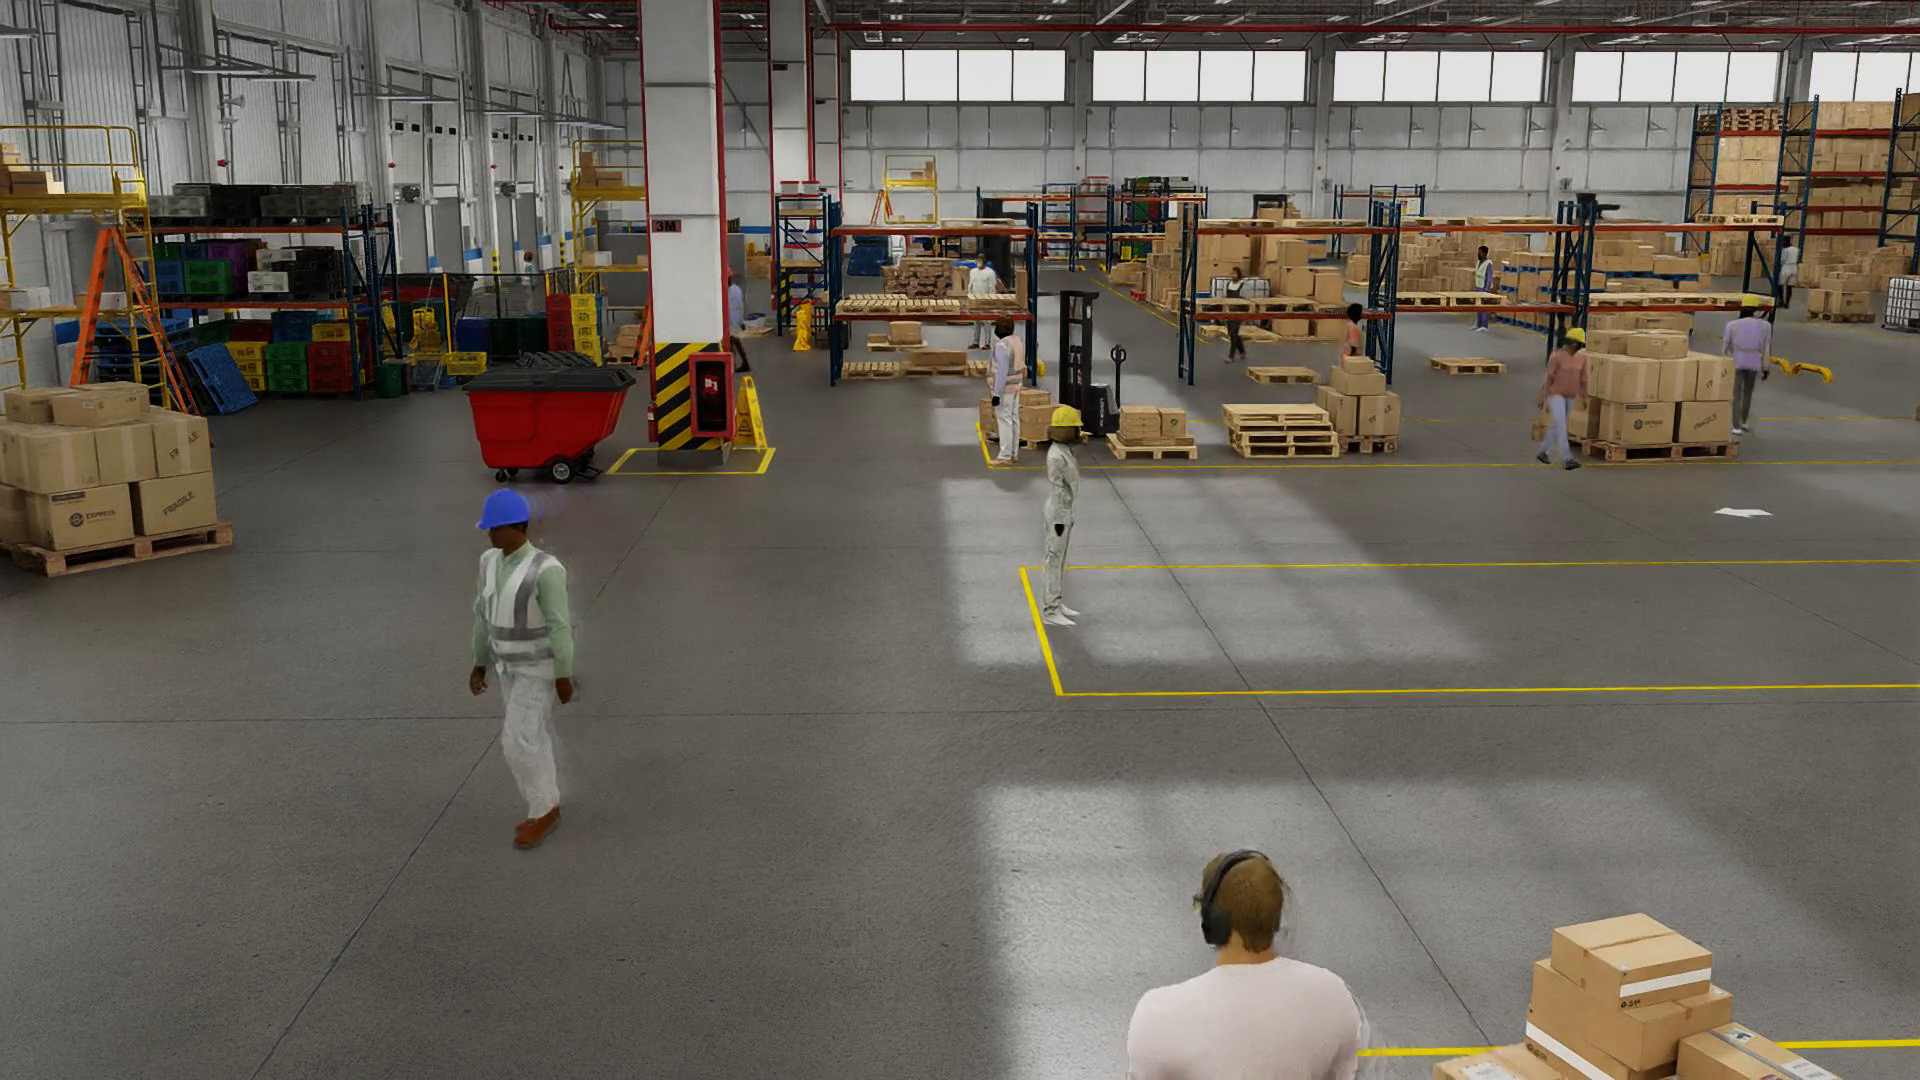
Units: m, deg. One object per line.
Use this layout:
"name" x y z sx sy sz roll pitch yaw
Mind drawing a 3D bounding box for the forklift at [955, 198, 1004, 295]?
"forklift" 0.884 -8.174 46.626 1.873 2.768 1.129 -4 13 -18

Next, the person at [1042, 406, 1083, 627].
"person" 0.820 -0.198 13.200 0.298 1.745 0.484 3 13 12

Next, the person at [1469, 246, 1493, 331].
"person" 11.791 -5.666 37.494 0.371 1.916 0.597 -2 13 -9

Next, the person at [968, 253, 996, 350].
"person" 0.429 -4.812 33.589 0.632 1.940 0.372 8 15 33

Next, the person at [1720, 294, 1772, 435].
"person" 10.761 -2.423 22.890 0.610 1.894 0.874 3 13 13

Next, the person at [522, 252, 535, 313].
"person" -10.534 -6.215 40.630 0.314 1.634 0.515 -7 14 -30

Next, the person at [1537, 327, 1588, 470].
"person" 7.340 -1.722 20.158 0.538 1.707 0.943 -4 13 -16

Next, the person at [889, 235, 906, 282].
"person" -2.047 -9.238 53.768 0.570 1.859 0.848 4 13 16

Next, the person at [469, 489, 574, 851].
"person" -2.357 0.679 8.820 0.607 1.927 0.587 11 17 42

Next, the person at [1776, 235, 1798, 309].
"person" 21.578 -6.967 43.373 0.645 1.928 0.402 -6 14 -25

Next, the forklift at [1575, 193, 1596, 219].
"forklift" 21.680 -10.676 57.921 1.873 2.768 1.129 0 12 -2

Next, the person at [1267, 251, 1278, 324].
"person" 7.501 -5.955 38.852 0.988 1.884 0.550 1 13 2

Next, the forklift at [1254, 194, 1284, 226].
"forklift" 10.138 -9.988 54.815 1.129 2.768 1.873 5 13 20

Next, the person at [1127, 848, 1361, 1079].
"person" 0.734 1.721 4.190 0.634 1.914 0.929 -6 14 -26

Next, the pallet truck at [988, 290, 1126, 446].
"pallet truck" 1.257 -2.299 22.111 1.885 1.965 0.823 -9 15 -35

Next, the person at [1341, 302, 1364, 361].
"person" 5.775 -2.629 24.316 0.407 1.682 0.560 1 13 6

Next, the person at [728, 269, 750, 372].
"person" -4.118 -3.910 29.651 0.853 1.883 0.577 -9 16 -36

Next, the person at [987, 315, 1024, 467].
"person" 0.540 -1.815 20.279 0.429 1.845 0.621 5 14 23

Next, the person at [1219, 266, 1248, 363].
"person" 5.236 -4.273 31.450 0.510 1.821 0.789 12 17 42
